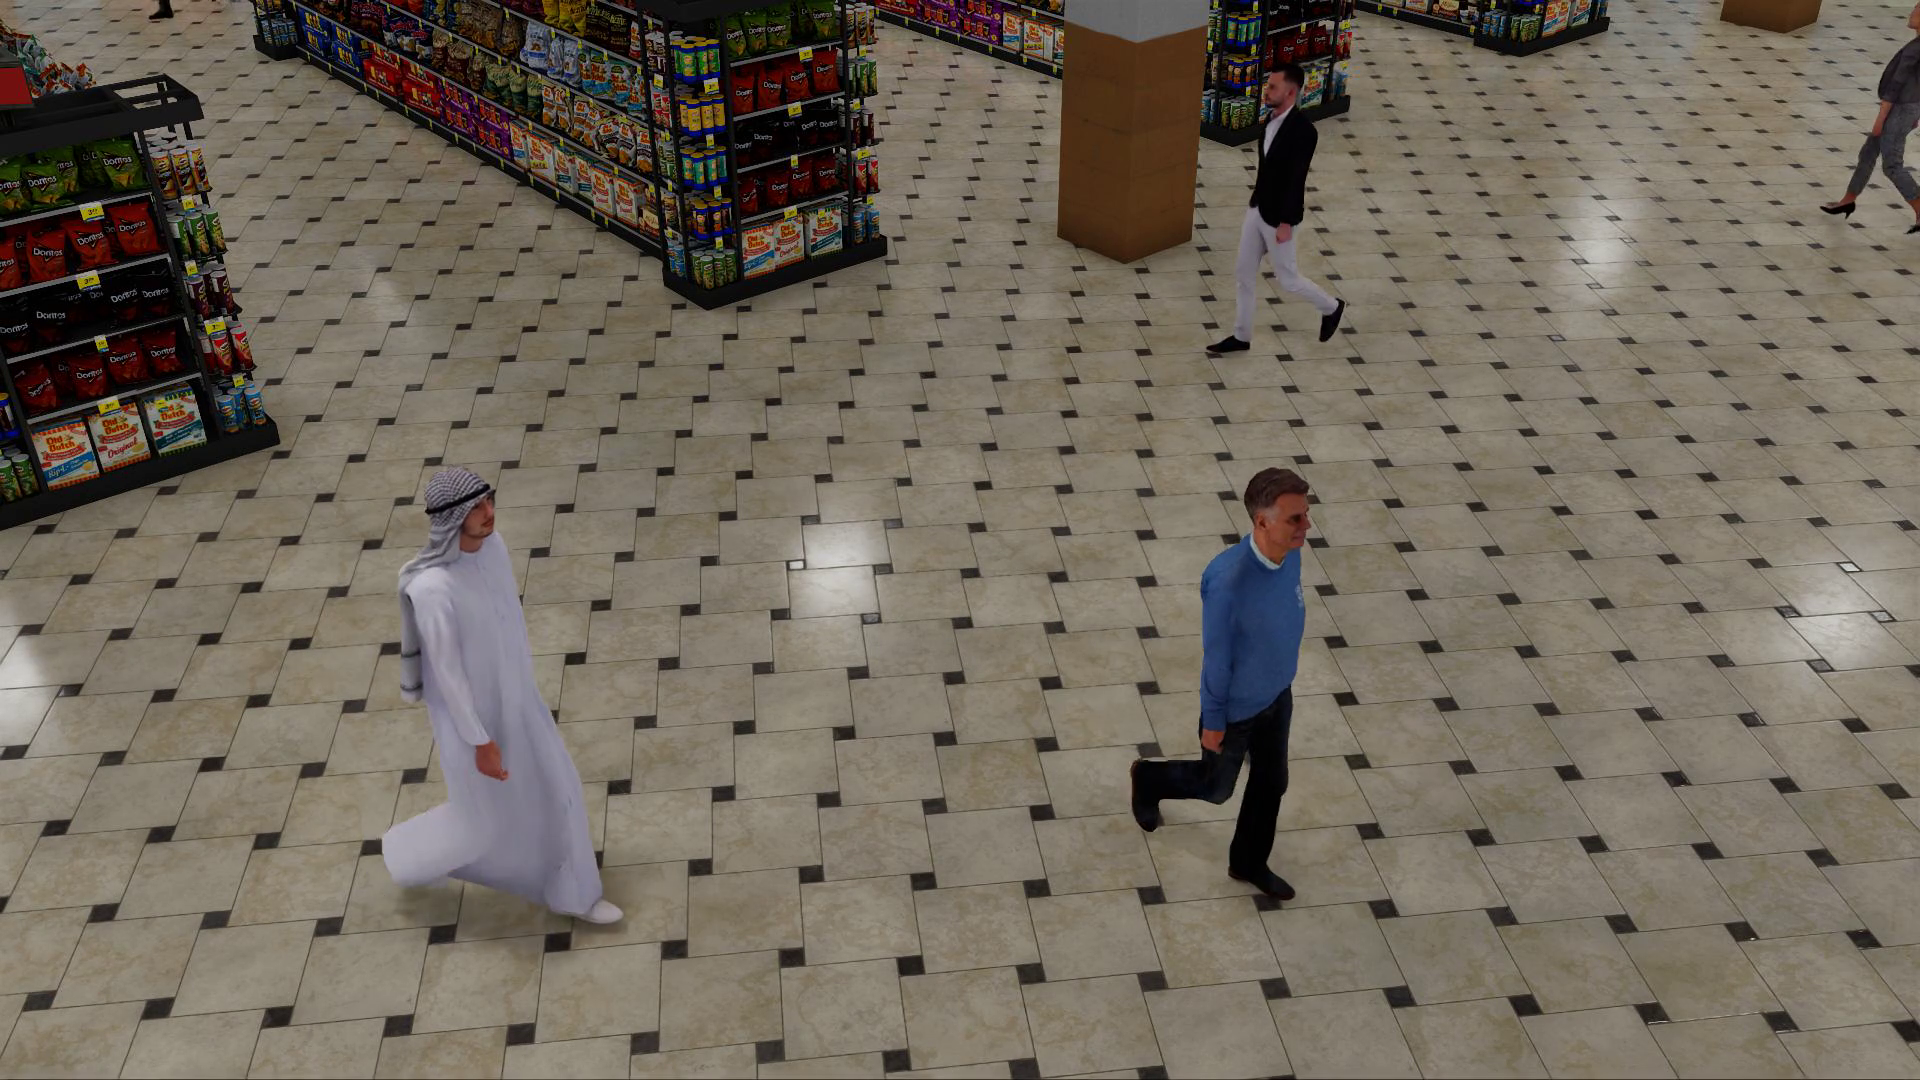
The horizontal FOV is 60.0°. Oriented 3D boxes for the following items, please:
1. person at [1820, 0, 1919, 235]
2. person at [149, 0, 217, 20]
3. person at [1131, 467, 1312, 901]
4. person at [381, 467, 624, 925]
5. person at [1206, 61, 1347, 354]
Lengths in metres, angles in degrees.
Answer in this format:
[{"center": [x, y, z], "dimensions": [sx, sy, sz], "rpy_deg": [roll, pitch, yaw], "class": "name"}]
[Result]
[{"center": [6.744, -2.963, 11.823], "dimensions": [0.617, 1.644, 1.039], "rpy_deg": [-25, 40, -34], "class": "person"}, {"center": [-8.118, -6.222, 17.010], "dimensions": [0.990, 1.698, 0.743], "rpy_deg": [25, 40, 34], "class": "person"}, {"center": [0.971, 0.519, 6.080], "dimensions": [0.668, 1.800, 0.964], "rpy_deg": [-26, 40, -35], "class": "person"}, {"center": [-1.751, 0.596, 5.867], "dimensions": [1.248, 1.895, 1.022], "rpy_deg": [11, 34, 17], "class": "person"}, {"center": [1.998, -1.959, 10.048], "dimensions": [0.982, 1.816, 1.138], "rpy_deg": [-10, 33, -16], "class": "person"}]
